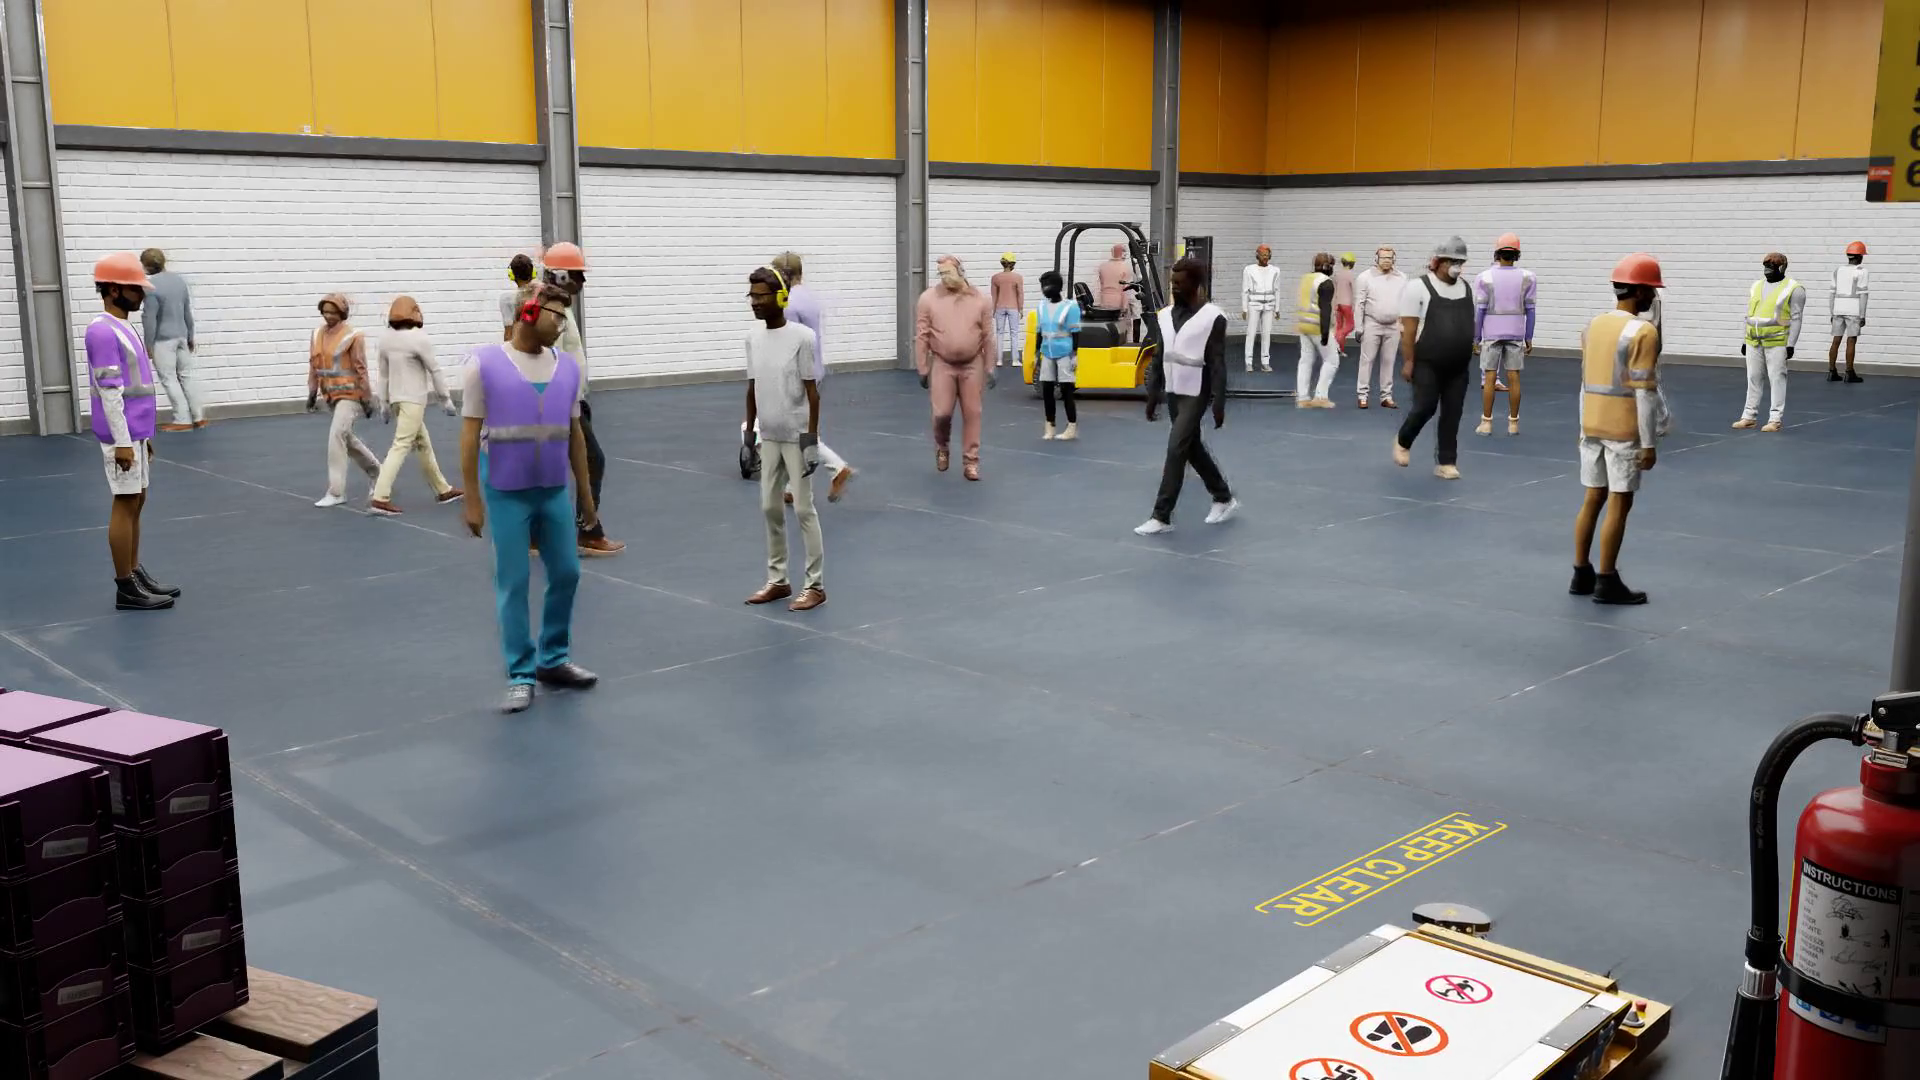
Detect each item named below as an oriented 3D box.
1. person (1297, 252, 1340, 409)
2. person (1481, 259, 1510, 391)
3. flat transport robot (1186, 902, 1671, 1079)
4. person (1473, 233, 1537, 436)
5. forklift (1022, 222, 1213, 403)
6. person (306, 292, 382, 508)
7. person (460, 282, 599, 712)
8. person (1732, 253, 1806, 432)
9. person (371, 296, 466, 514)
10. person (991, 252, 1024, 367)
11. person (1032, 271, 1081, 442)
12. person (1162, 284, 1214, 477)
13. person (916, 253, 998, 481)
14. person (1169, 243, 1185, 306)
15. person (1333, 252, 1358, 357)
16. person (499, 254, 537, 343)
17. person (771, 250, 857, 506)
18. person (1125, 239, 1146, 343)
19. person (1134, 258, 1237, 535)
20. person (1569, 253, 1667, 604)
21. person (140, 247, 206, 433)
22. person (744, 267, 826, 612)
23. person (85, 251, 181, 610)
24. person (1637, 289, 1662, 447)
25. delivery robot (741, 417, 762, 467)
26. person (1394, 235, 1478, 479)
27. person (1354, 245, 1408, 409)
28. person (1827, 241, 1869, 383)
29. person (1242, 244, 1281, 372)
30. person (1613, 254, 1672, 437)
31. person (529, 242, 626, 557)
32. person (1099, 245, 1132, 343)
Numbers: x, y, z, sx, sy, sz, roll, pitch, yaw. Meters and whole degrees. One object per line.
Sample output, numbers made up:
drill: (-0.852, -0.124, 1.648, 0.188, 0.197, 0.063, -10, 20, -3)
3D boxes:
person: (4.199, -2.429, 19.400, 0.556, 1.818, 0.660, -3, 11, -15)
person: (7.050, -2.898, 21.731, 0.406, 1.903, 0.636, 1, 10, 5)
flat transport robot: (1.044, 1.197, 3.845, 0.652, 0.197, 1.431, 10, 14, 43)
person: (5.485, -2.067, 16.808, 0.607, 2.044, 0.374, 1, 10, 8)
forklift: (1.935, -2.847, 20.651, 2.313, 2.155, 1.214, 2, 11, 13)
person: (-4.623, -1.078, 12.605, 0.510, 1.603, 0.740, 7, 12, 32)
person: (-1.882, -0.191, 7.206, 0.382, 1.818, 0.644, 10, 14, 43)
person: (8.376, -2.044, 17.236, 0.429, 1.845, 0.621, -6, 12, -30)
person: (-4.050, -1.000, 12.253, 0.503, 1.581, 0.905, 7, 13, 35)
person: (0.730, -3.545, 25.643, 0.526, 1.761, 0.337, 3, 11, 18)
person: (0.967, -1.807, 16.432, 0.562, 1.664, 0.365, 9, 14, 41)
person: (1.932, -1.339, 13.958, 0.507, 1.632, 0.275, 2, 11, 13)
person: (-0.025, -1.439, 13.823, 0.669, 1.879, 0.484, -1, 10, -4)
person: (3.689, -3.823, 26.791, 0.656, 1.898, 0.470, 3, 11, 16)
person: (6.341, -3.898, 27.597, 0.512, 1.755, 0.534, -8, 13, -37)
person: (-3.684, -1.493, 14.175, 0.514, 1.863, 0.327, -10, 14, -43)
person: (-1.114, -1.173, 12.291, 0.616, 1.918, 0.653, 1, 10, 8)
person: (2.868, -3.988, 27.514, 0.378, 1.958, 0.600, -9, 14, -41)
person: (1.589, -1.001, 11.469, 0.989, 1.877, 0.608, -7, 13, -34)
person: (3.645, -0.609, 9.182, 0.391, 1.930, 0.547, -3, 11, -17)
person: (-8.119, -2.047, 17.120, 0.346, 1.909, 0.749, 2, 11, 10)
person: (-0.960, -0.538, 8.999, 0.515, 1.861, 0.363, 8, 13, 36)
person: (-4.507, -0.589, 9.042, 0.358, 1.937, 0.544, -3, 11, -17)
person: (6.474, -1.773, 15.839, 0.412, 1.813, 0.603, 2, 11, 12)
delivery robot: (-1.647, -0.874, 14.109, 0.477, 0.478, 0.707, -3, 11, -15)
person: (4.000, -1.527, 13.870, 0.693, 2.000, 0.647, -2, 11, -13)
person: (4.933, -2.482, 19.451, 0.651, 1.904, 0.402, -1, 10, -8)
person: (12.269, -3.141, 22.951, 0.378, 1.938, 0.547, -5, 11, -25)
person: (4.468, -3.433, 24.690, 0.585, 1.882, 0.337, -1, 10, -8)
person: (6.767, -1.919, 16.539, 0.861, 1.858, 0.579, -8, 13, -36)
person: (-2.418, -0.871, 10.466, 0.751, 1.965, 0.622, -3, 11, -18)
person: (2.492, -3.706, 26.220, 0.662, 1.858, 0.913, 8, 13, 38)
